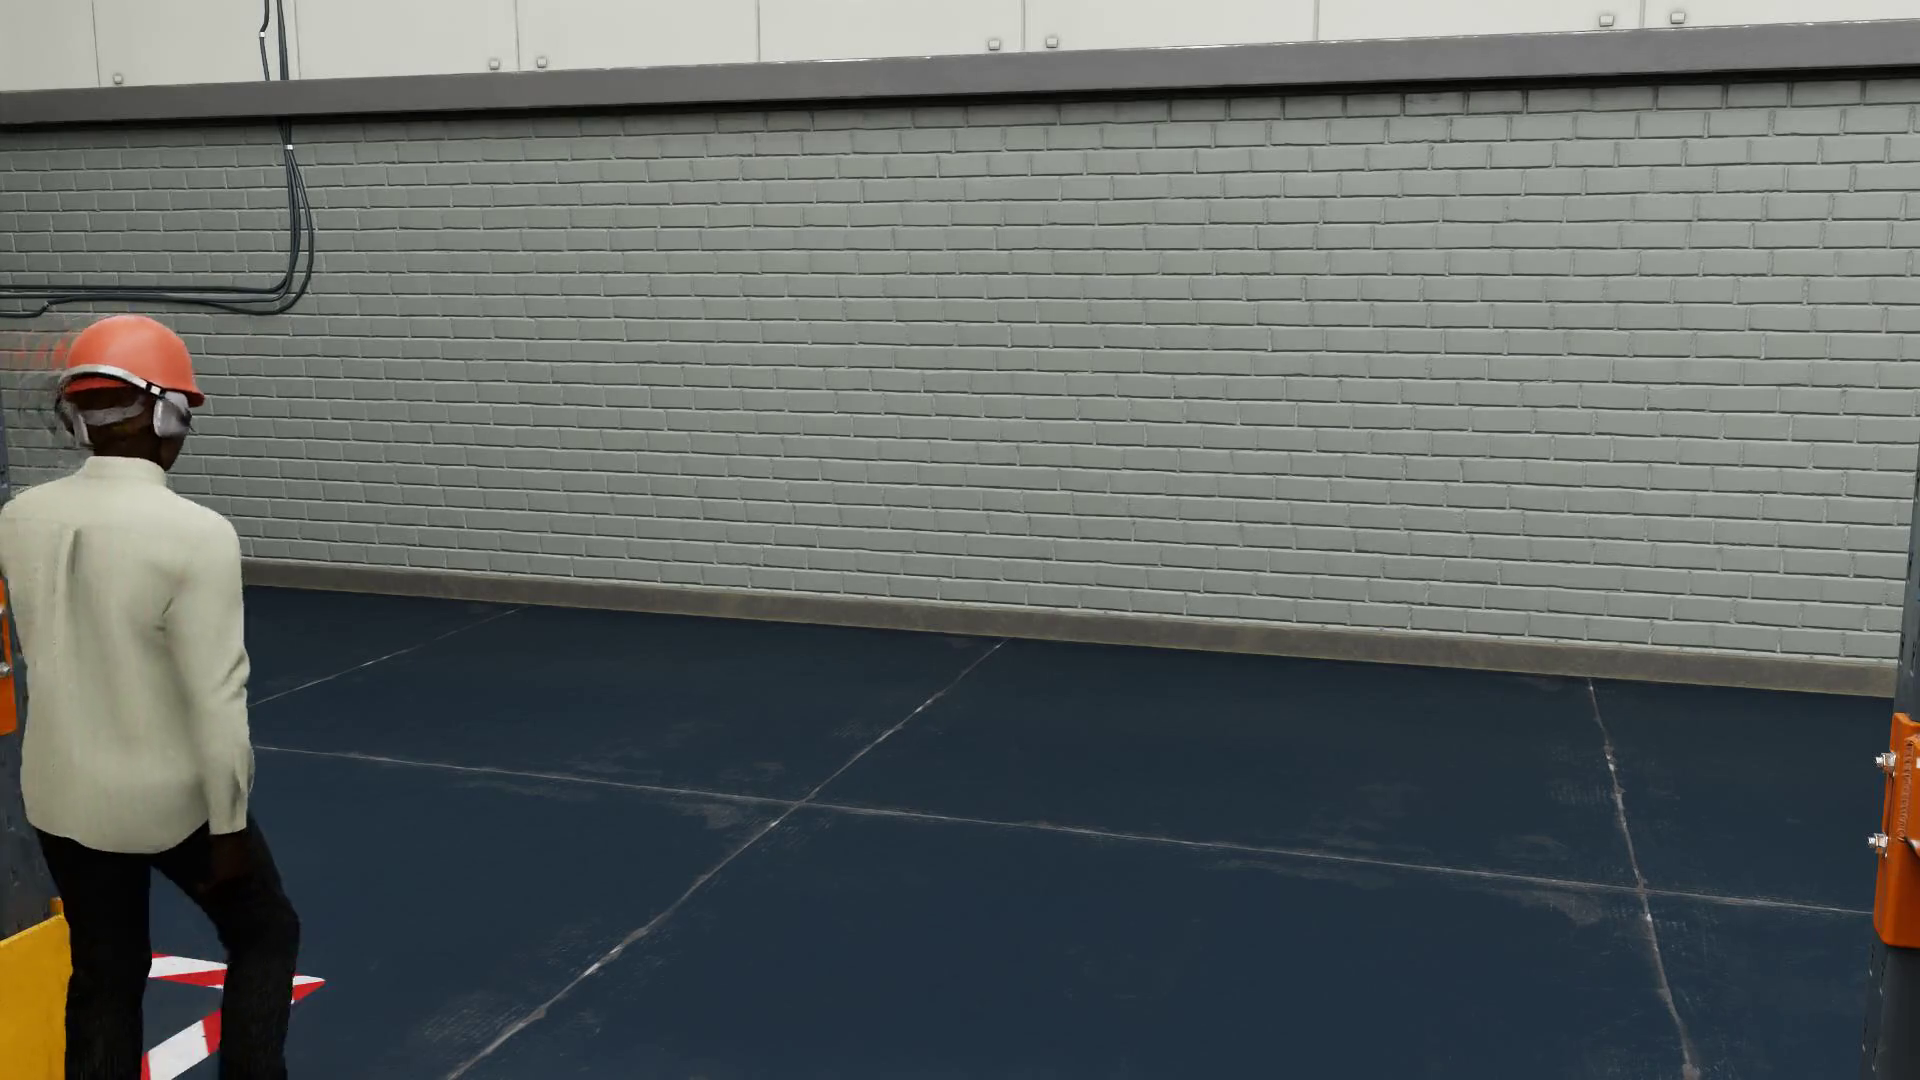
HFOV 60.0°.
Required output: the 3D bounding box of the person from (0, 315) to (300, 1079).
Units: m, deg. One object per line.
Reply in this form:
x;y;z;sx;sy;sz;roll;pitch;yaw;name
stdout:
-1.665;0.515;3.525;0.608;1.960;0.660;2;10;14;person
